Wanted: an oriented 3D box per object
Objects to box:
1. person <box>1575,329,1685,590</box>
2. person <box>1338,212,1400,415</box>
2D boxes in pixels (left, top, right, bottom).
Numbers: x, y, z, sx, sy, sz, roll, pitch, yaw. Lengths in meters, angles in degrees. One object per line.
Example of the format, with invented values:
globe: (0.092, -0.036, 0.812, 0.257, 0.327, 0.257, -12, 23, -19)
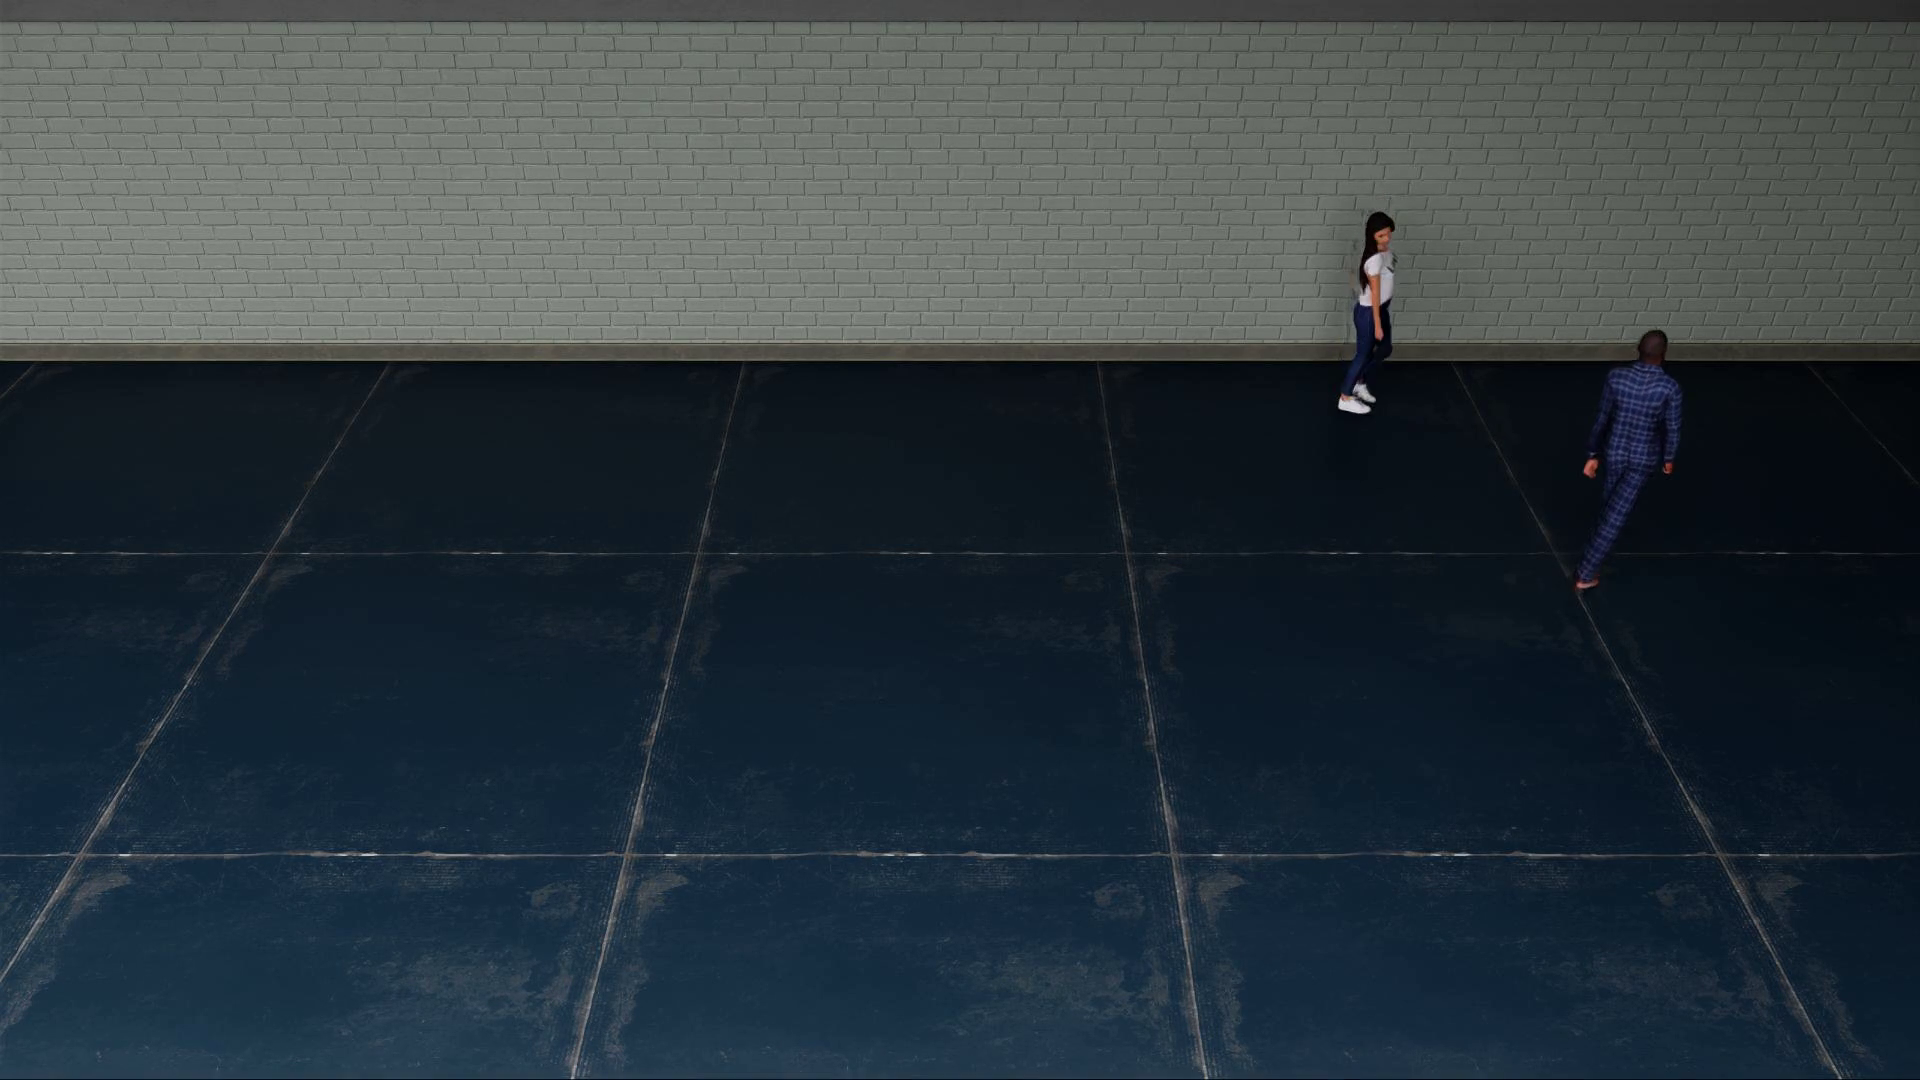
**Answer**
person: (4.346, -0.484, 10.890, 1.167, 1.777, 1.256, 26, 41, 34)
person: (3.151, -1.741, 12.850, 0.844, 1.748, 0.701, 8, 34, 12)
